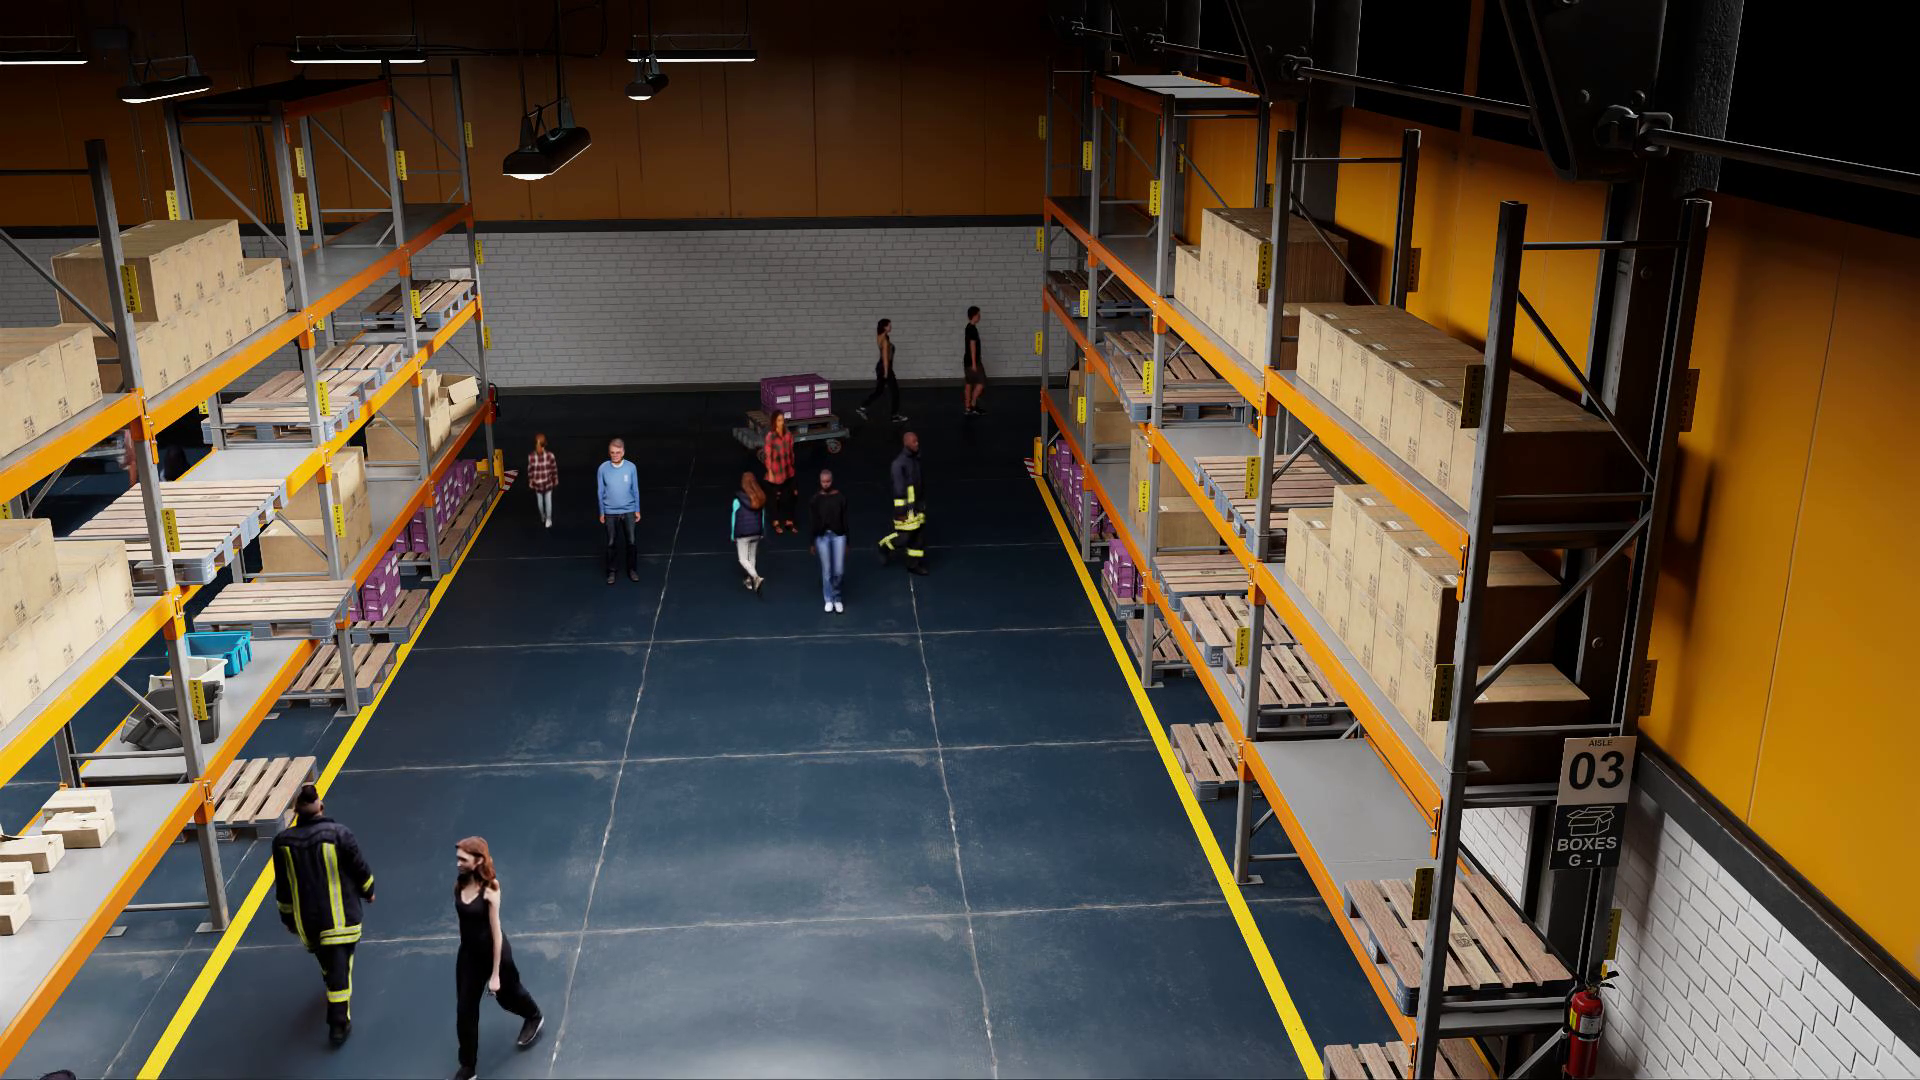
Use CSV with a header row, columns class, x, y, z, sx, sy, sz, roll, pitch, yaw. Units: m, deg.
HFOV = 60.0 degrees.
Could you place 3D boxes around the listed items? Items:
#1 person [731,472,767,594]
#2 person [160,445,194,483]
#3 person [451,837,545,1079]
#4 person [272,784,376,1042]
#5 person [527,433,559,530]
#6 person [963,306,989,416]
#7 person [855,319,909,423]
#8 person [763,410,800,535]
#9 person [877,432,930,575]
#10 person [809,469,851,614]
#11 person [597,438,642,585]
class,x,y,z,sx,sy,sz,roll,pitch,yaw
person,-2.500,-0.068,19.814,0.800,1.484,0.926,-12,22,-32
person,-9.385,-0.299,20.197,0.822,1.677,1.116,-8,20,-22
person,-3.086,2.744,11.120,0.954,1.703,1.212,8,20,22
person,-4.380,2.567,11.454,0.775,1.825,1.120,-1,19,-2
person,-5.564,-0.763,22.195,0.569,1.281,0.909,-3,19,-8
person,0.132,-3.007,27.957,0.767,1.856,0.567,-3,19,-8
person,-1.333,-2.769,27.435,0.886,1.740,1.117,-7,20,-21
person,-2.417,-0.907,21.982,0.765,1.690,0.809,-14,23,-35
person,-0.706,-0.459,20.469,1.111,1.807,1.060,13,23,34
person,-1.499,-0.016,19.269,0.608,1.732,0.617,-1,19,-3
person,-4.140,-0.379,20.227,0.685,1.809,0.610,-4,19,-13
